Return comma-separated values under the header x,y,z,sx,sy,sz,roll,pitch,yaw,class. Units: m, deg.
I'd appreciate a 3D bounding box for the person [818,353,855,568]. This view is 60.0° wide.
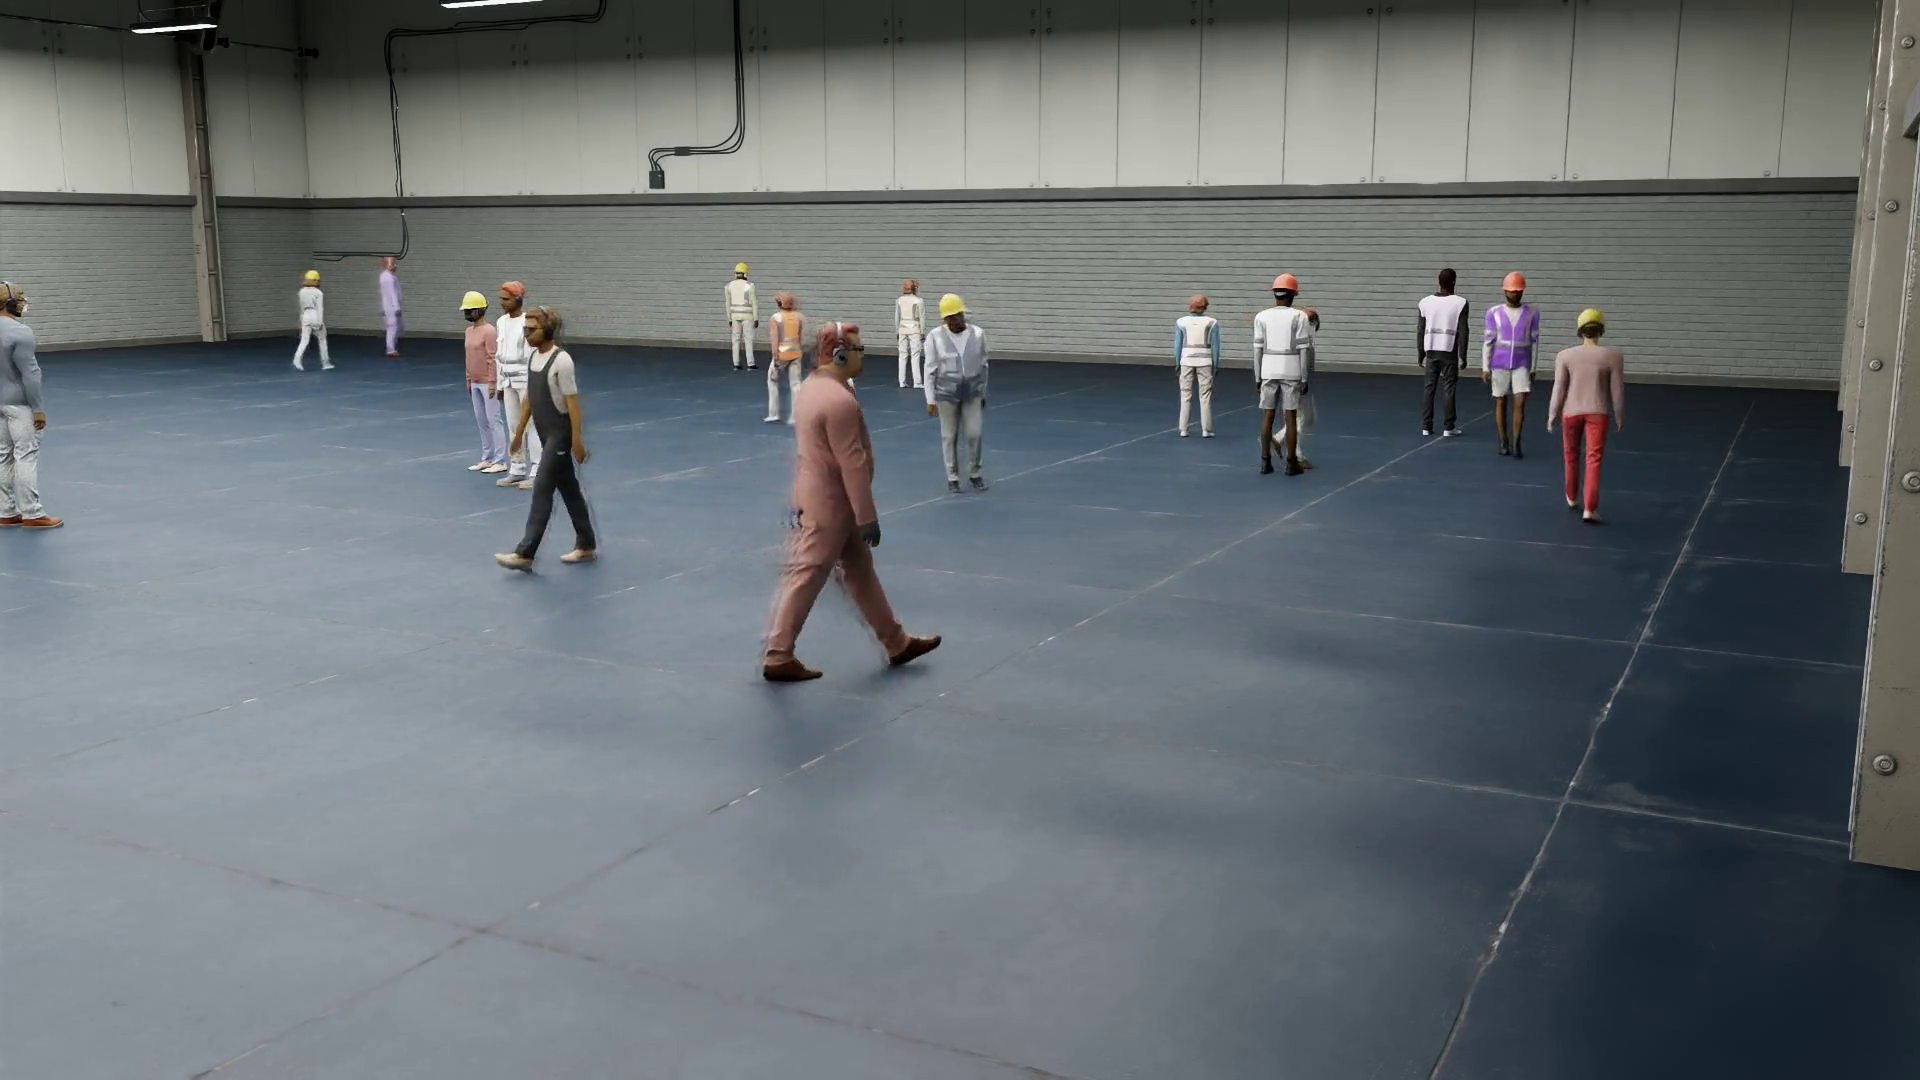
x,y,z,sx,sy,sz,roll,pitch,yaw,class
-0.832,-0.620,11.534,0.285,1.633,0.500,-6,12,-29,person

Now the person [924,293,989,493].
x,y,z,sx,sy,sz,roll,pitch,yaw,class
-0.032,-1.290,14.762,0.614,1.790,0.520,-2,11,-13,person

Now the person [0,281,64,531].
x,y,z,sx,sy,sz,roll,pitch,yaw,class
-7.375,-1.038,12.984,0.637,1.938,0.355,5,12,26,person

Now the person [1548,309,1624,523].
x,y,z,sx,sy,sz,roll,pitch,yaw,class
5.116,-1.021,13.572,0.542,1.694,1.021,5,12,26,person

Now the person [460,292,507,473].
x,y,z,sx,sy,sz,roll,pitch,yaw,class
-4.644,-1.523,16.128,0.518,1.756,0.346,10,14,43,person

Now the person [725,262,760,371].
x,y,z,sx,sy,sz,roll,pitch,yaw,class
-3.685,-3.793,28.293,0.590,1.835,0.404,4,11,19,person

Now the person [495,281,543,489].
x,y,z,sx,sy,sz,roll,pitch,yaw,class
-4.001,-1.402,15.116,0.584,1.882,0.337,7,13,35,person

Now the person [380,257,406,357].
x,y,z,sx,sy,sz,roll,pitch,yaw,class
-10.712,-4.406,31.474,0.445,1.888,0.657,-4,11,-21,person

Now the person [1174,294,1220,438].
x,y,z,sx,sy,sz,roll,pitch,yaw,class
2.692,-1.973,18.905,0.522,1.636,0.310,3,11,18,person

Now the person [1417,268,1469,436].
x,y,z,sx,sy,sz,roll,pitch,yaw,class
5.536,-2.151,19.109,0.590,1.918,0.389,8,13,36,person

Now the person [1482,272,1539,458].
x,y,z,sx,sy,sz,roll,pitch,yaw,class
5.688,-1.797,17.198,0.562,1.906,0.785,3,11,14,person

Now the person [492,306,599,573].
x,y,z,sx,sy,sz,roll,pitch,yaw,class
-2.895,-0.689,11.426,0.905,1.802,0.522,-8,13,-36,person

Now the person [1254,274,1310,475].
x,y,z,sx,sy,sz,roll,pitch,yaw,class
3.094,-1.583,15.985,0.543,1.928,0.374,5,12,26,person

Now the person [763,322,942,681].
x,y,z,sx,sy,sz,roll,pitch,yaw,class
-0.578,-0.191,8.595,1.008,1.849,0.663,-3,11,-15,person

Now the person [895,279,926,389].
x,y,z,sx,sy,sz,roll,pitch,yaw,class
-0.746,-3.085,24.973,0.515,1.636,0.315,6,12,30,person

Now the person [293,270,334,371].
x,y,z,sx,sy,sz,roll,pitch,yaw,class
-11.062,-3.737,28.314,0.487,1.713,0.817,3,11,15,person

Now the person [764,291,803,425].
x,y,z,sx,sy,sz,roll,pitch,yaw,class
-2.159,-2.219,20.287,0.523,1.622,0.606,-8,13,-38,person

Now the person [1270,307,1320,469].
x,y,z,sx,sy,sz,roll,pitch,yaw,class
3.315,-1.497,16.393,0.457,1.605,0.527,4,11,21,person
